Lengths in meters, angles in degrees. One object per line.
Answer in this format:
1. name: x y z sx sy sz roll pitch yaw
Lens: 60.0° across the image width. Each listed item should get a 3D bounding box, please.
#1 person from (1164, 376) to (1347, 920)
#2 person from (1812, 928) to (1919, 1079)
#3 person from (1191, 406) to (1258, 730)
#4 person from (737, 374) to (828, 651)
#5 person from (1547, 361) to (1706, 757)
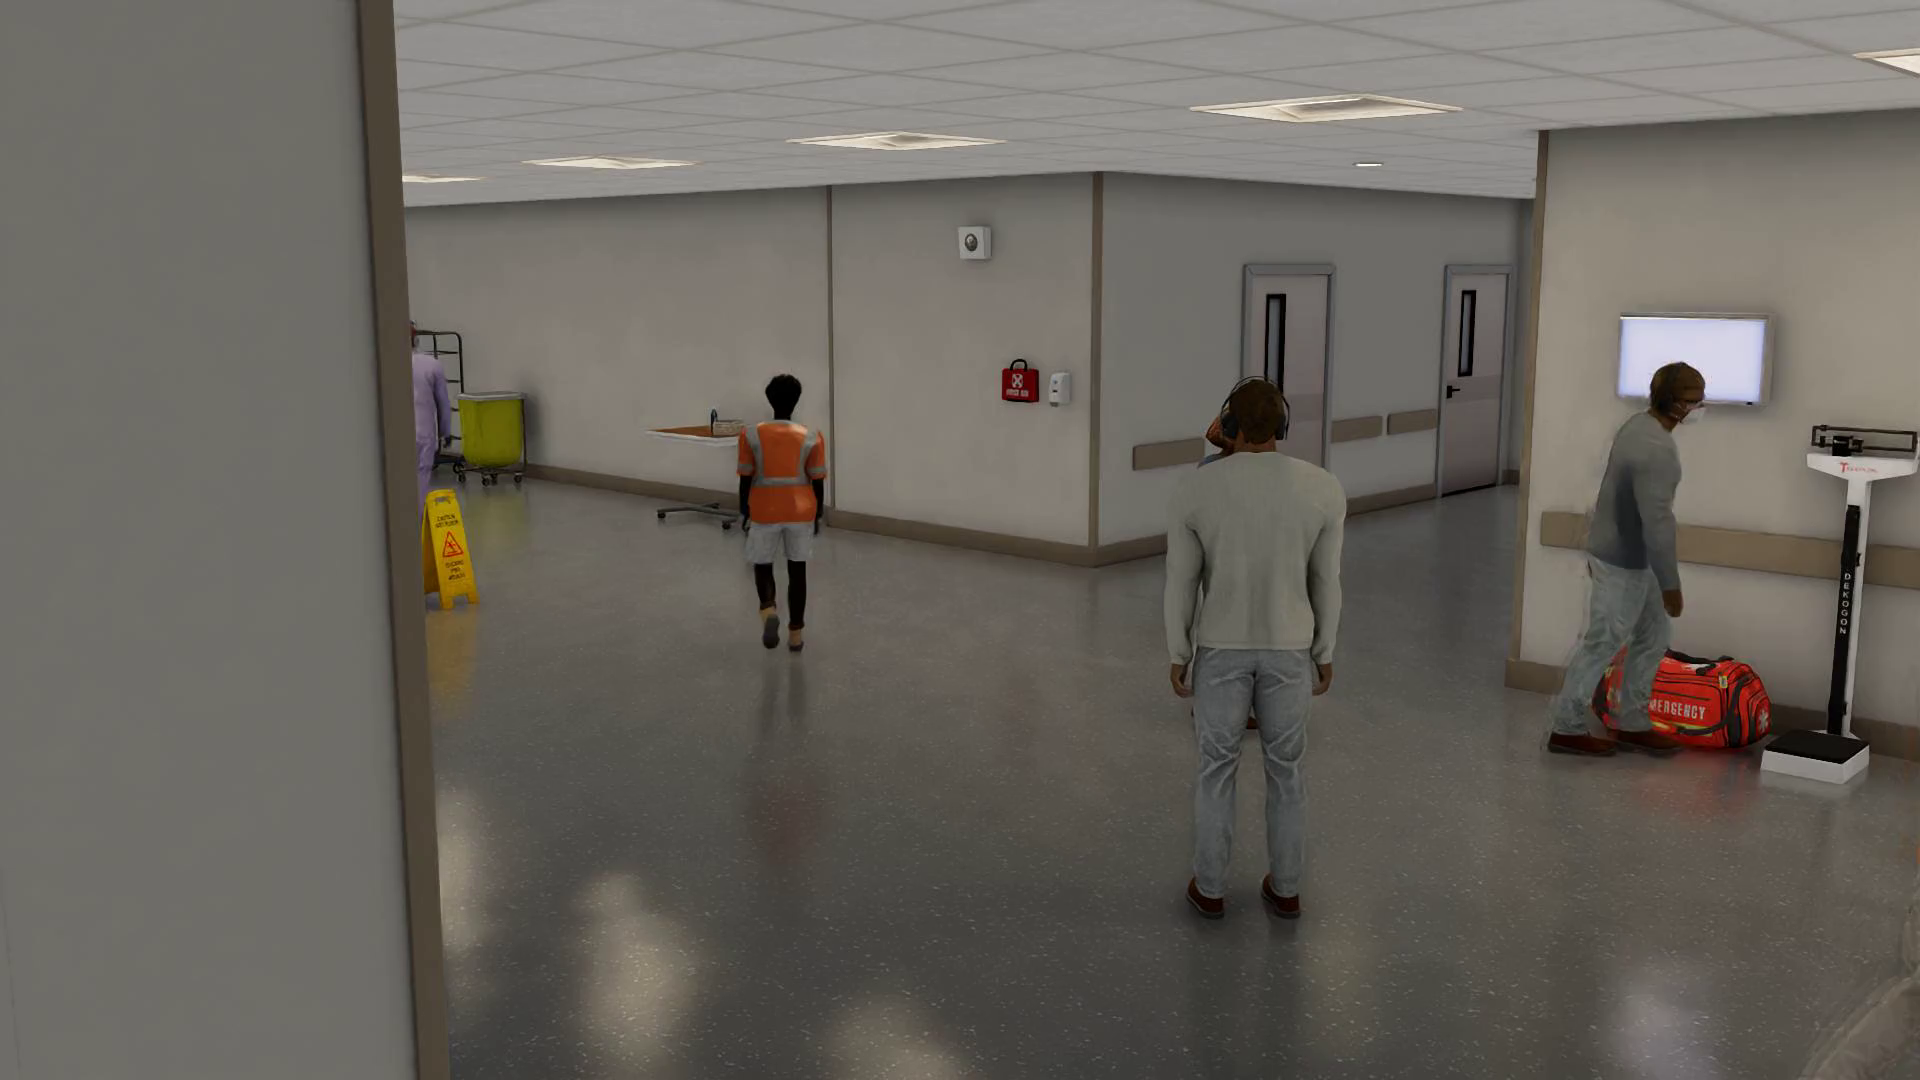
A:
1. person: 1.029 0.391 5.875 0.622 1.932 0.367 1 9 4
2. person: 2.529 0.833 4.123 0.762 1.610 0.522 -1 9 -3
3. person: 1.355 0.131 8.348 0.283 1.632 0.506 -5 10 -27
4. person: -1.047 -0.139 9.861 0.545 1.680 0.510 -1 9 -7
5. person: 3.107 0.118 7.667 0.721 1.882 0.653 3 10 18
